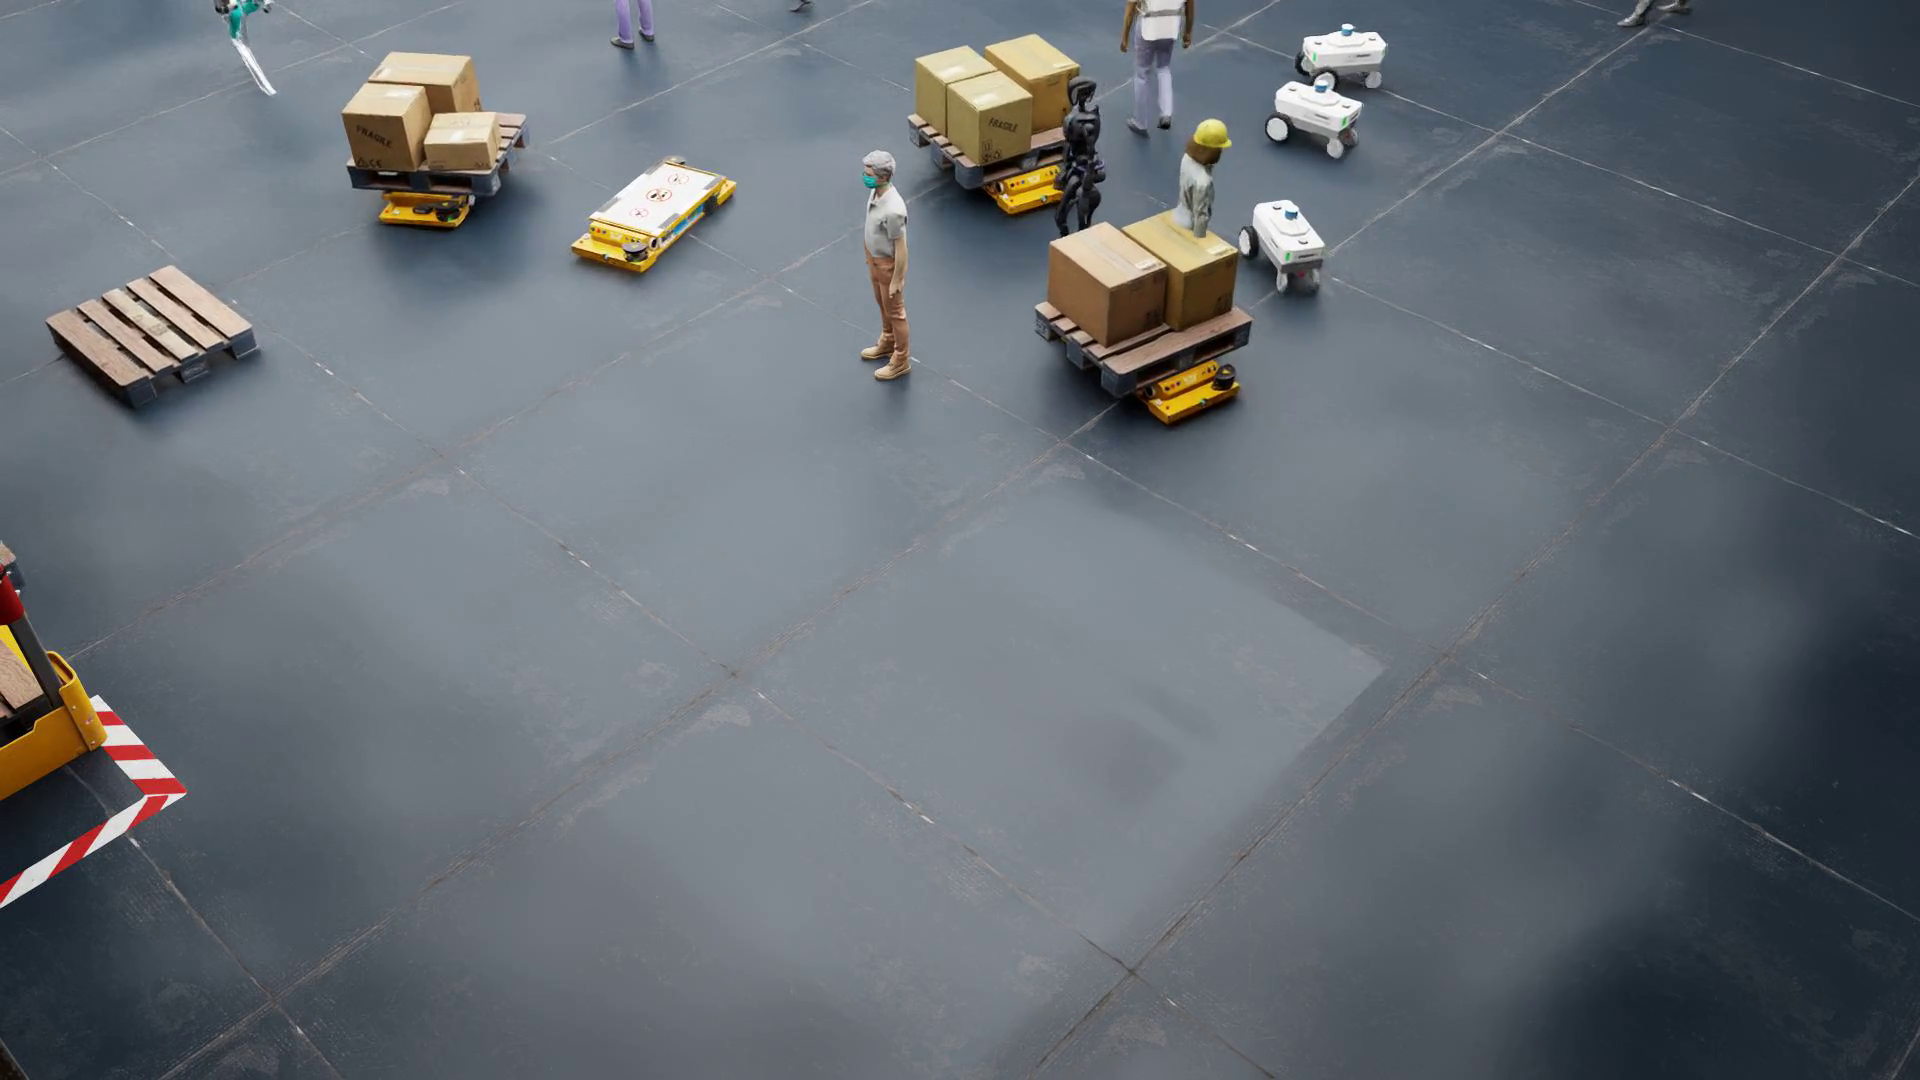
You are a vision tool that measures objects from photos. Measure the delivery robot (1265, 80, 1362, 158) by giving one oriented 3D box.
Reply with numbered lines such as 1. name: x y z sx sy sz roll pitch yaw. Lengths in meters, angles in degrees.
1. delivery robot: 3.073 -3.696 14.424 0.784 0.599 0.499 27 48 26

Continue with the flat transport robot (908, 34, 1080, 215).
1. flat transport robot: 0.334 -3.233 14.119 0.659 0.231 1.431 -21 46 -22

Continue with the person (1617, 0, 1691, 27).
1. person: 6.858 -5.808 15.856 0.827 1.784 0.585 -6 42 -6

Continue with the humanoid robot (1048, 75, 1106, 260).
1. humanoid robot: 0.912 -2.712 12.490 0.358 1.650 0.603 -9 43 -10

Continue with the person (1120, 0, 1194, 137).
1. person: 1.678 -4.299 14.141 0.604 1.820 0.444 -10 43 -11

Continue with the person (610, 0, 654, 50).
1. person: -3.144 -5.468 15.424 0.563 1.846 0.397 -30 50 -29

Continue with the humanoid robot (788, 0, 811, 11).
1. humanoid robot: -1.703 -5.976 16.119 0.377 1.640 0.589 -10 43 -11

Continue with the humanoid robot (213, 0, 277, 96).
1. humanoid robot: -6.570 -4.954 14.941 0.543 1.757 0.968 -31 51 -30

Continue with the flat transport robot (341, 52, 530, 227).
1. flat transport robot: -4.302 -3.075 13.943 0.659 0.231 1.431 4 42 5

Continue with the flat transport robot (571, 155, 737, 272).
1. flat transport robot: -2.464 -2.660 13.483 0.659 0.231 1.431 18 45 19

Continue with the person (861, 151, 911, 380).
1. person: -0.522 -1.912 11.545 0.306 1.745 0.497 -15 44 -16

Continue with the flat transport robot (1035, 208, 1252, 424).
1. flat transport robot: 1.311 -1.374 12.053 0.659 0.231 1.431 -24 47 -24

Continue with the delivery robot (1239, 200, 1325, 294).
1. delivery robot: 2.530 -2.322 12.887 0.499 0.586 0.773 -10 43 -11

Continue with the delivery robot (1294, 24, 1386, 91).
1. delivery robot: 3.481 -4.408 15.226 0.815 0.614 0.499 -6 42 -7

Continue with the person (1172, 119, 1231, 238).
1. person: 1.680 -2.217 11.895 0.351 1.729 0.513 -4 42 -4
